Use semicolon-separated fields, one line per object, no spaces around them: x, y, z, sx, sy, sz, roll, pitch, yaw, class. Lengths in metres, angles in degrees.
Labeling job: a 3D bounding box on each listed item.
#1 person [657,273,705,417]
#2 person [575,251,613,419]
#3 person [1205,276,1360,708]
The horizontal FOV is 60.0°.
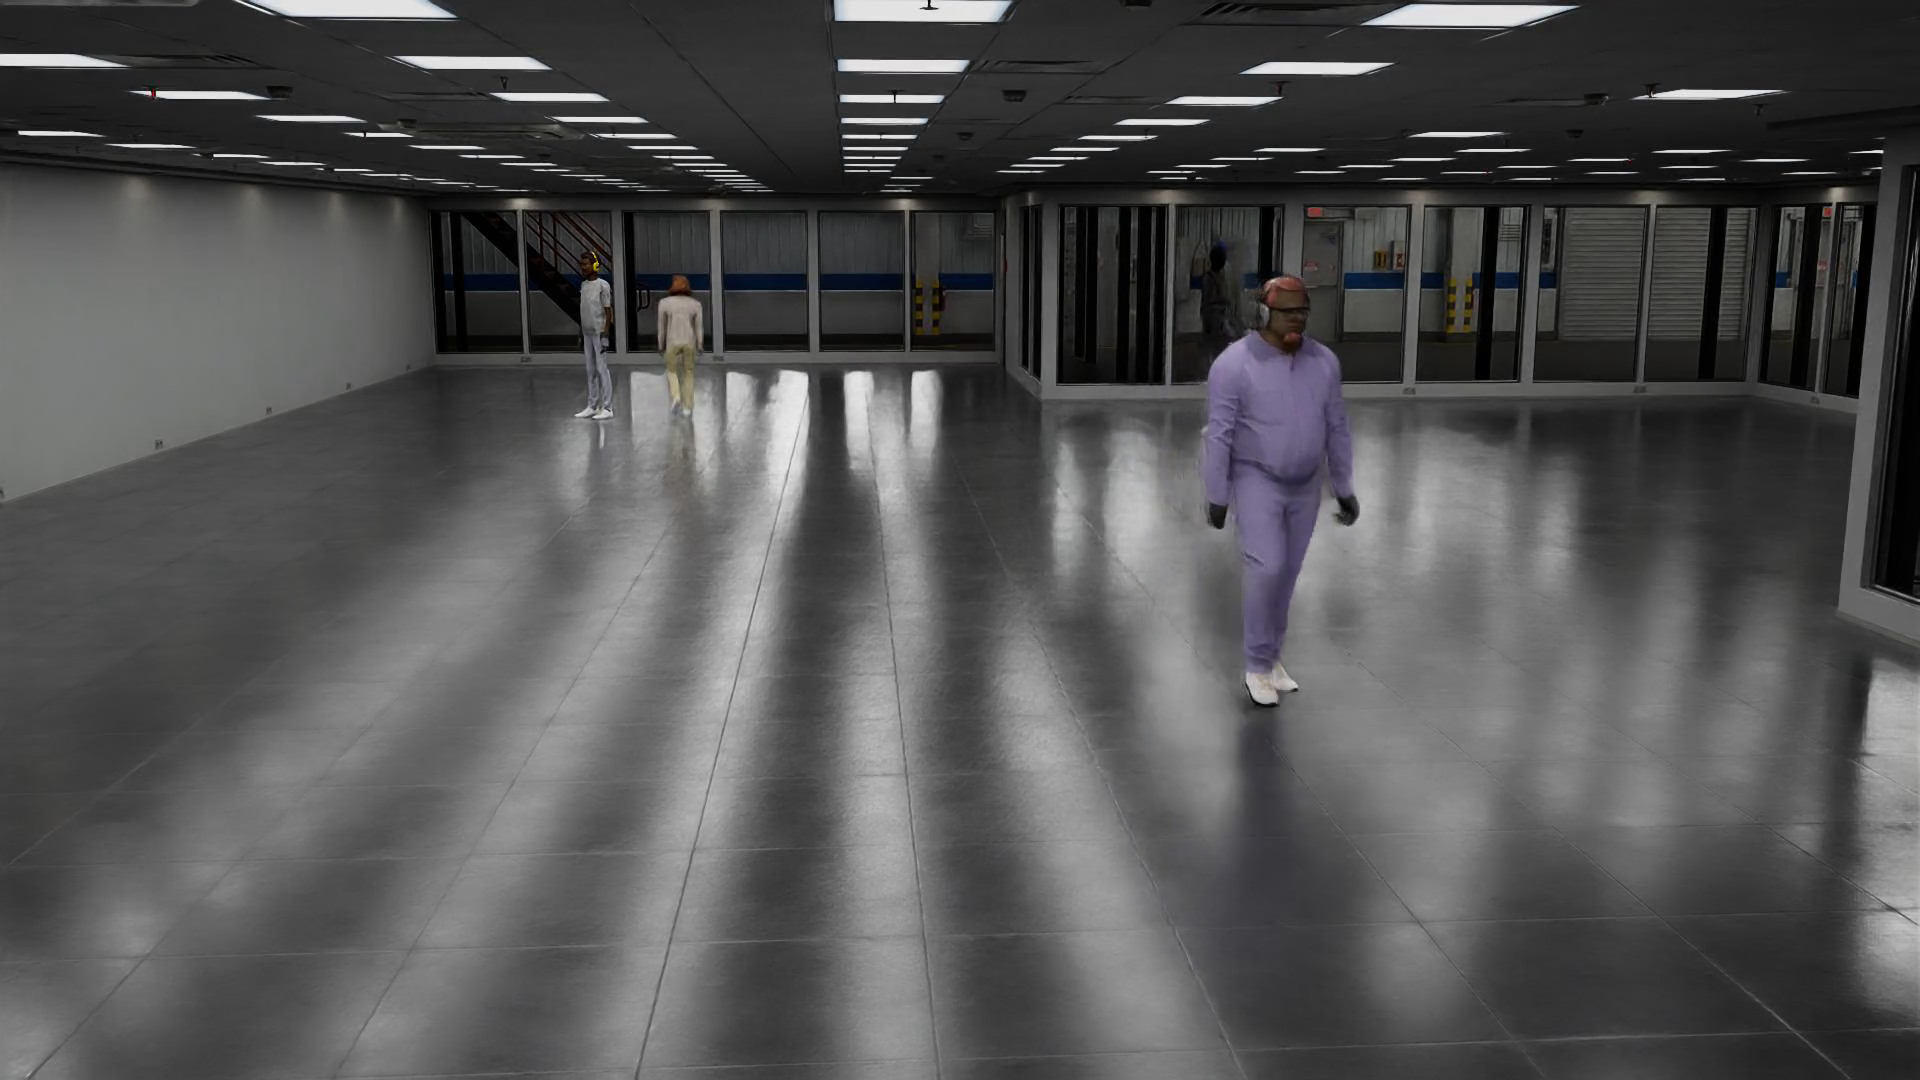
-3.149;-2.197;18.790;0.539;1.620;0.338;-2;11;-13;person
-4.105;-2.285;18.618;0.514;1.872;0.328;9;14;39;person
1.469;-0.213;7.387;0.659;1.886;0.673;-5;11;-24;person
